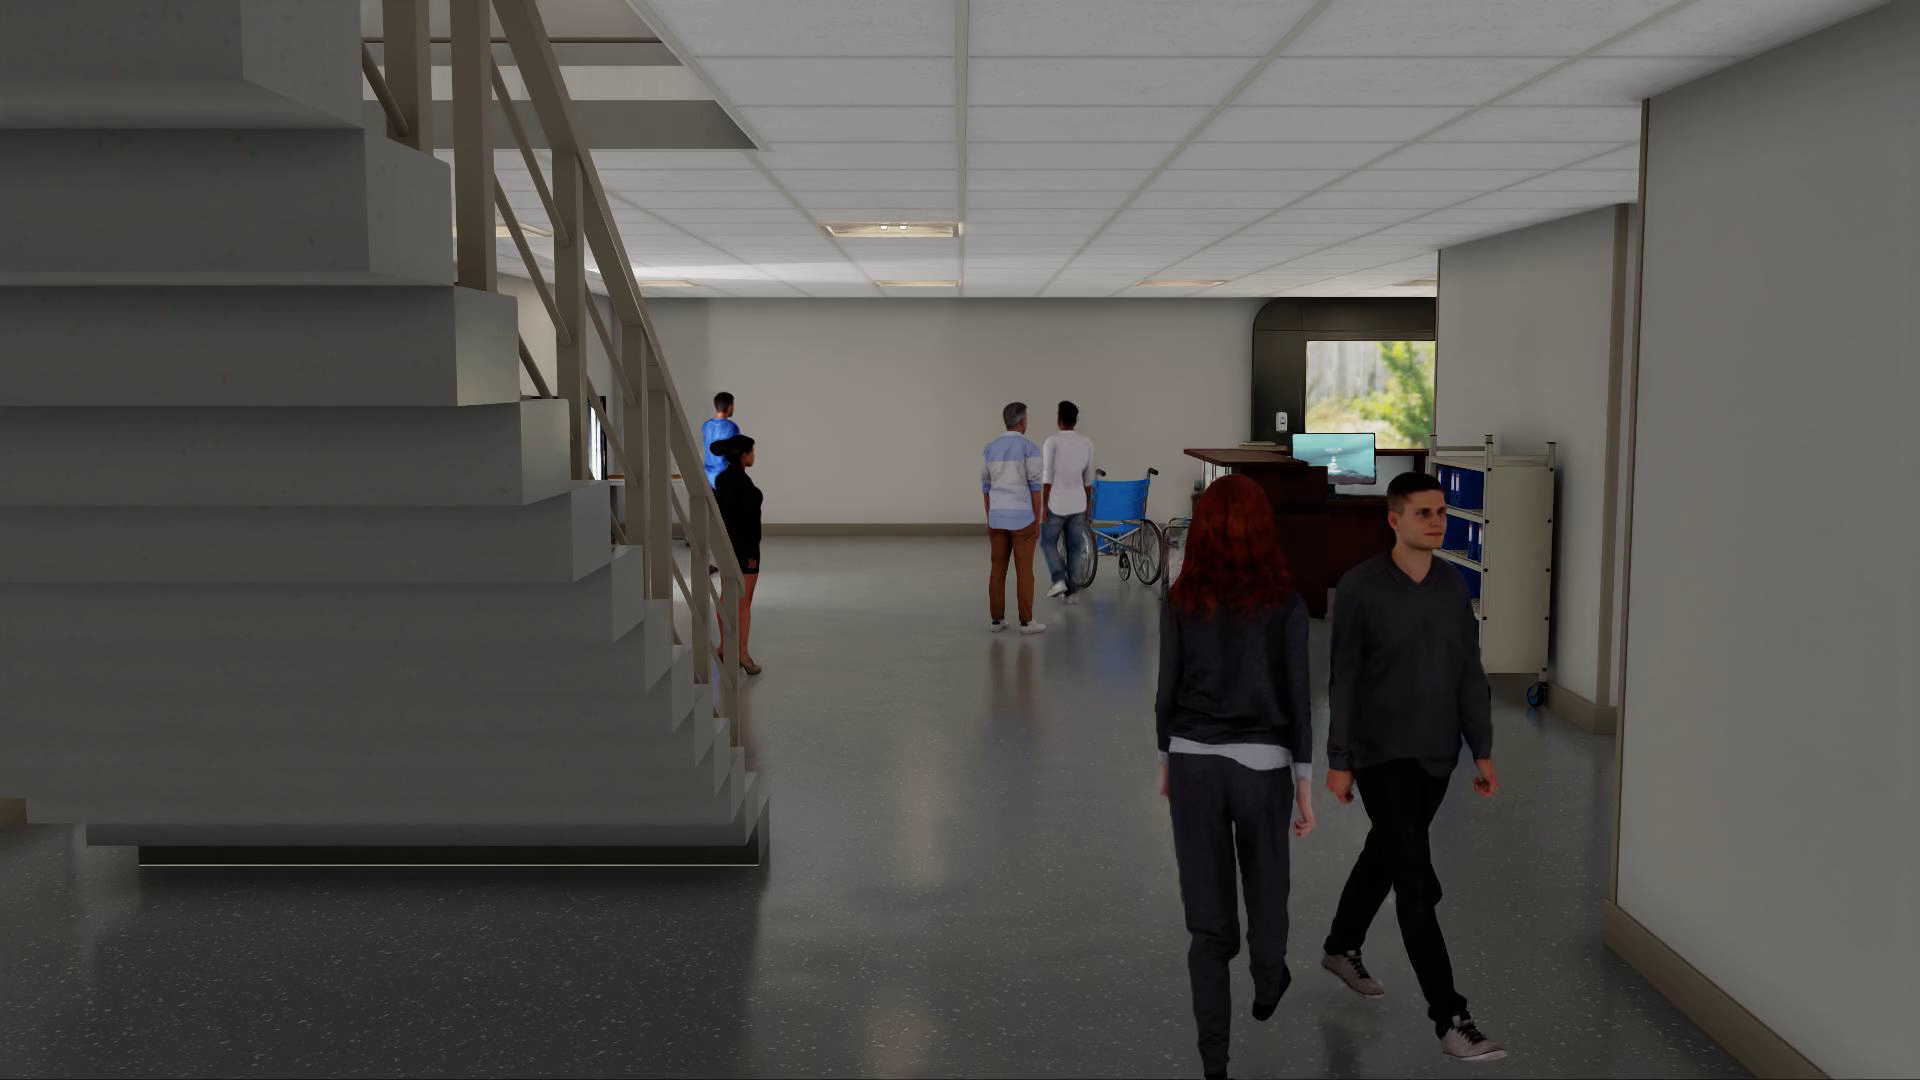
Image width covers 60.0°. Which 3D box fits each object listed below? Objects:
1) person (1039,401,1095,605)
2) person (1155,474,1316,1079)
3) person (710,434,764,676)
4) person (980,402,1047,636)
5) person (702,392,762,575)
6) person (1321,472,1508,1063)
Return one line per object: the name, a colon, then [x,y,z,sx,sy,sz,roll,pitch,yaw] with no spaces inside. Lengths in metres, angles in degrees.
person: [0.958,-0.322,14.715,0.723,1.800,0.716,-2,6,-17]
person: [0.729,0.733,4.575,0.823,1.731,1.179,2,6,16]
person: [-1.515,0.097,11.366,0.749,1.637,0.688,-5,8,-40]
person: [0.420,-0.180,13.178,0.768,1.826,0.765,3,7,31]
person: [-2.487,-0.543,16.753,0.900,1.833,1.110,2,6,23]
person: [1.334,0.683,5.186,0.930,1.708,1.255,-2,6,-23]
